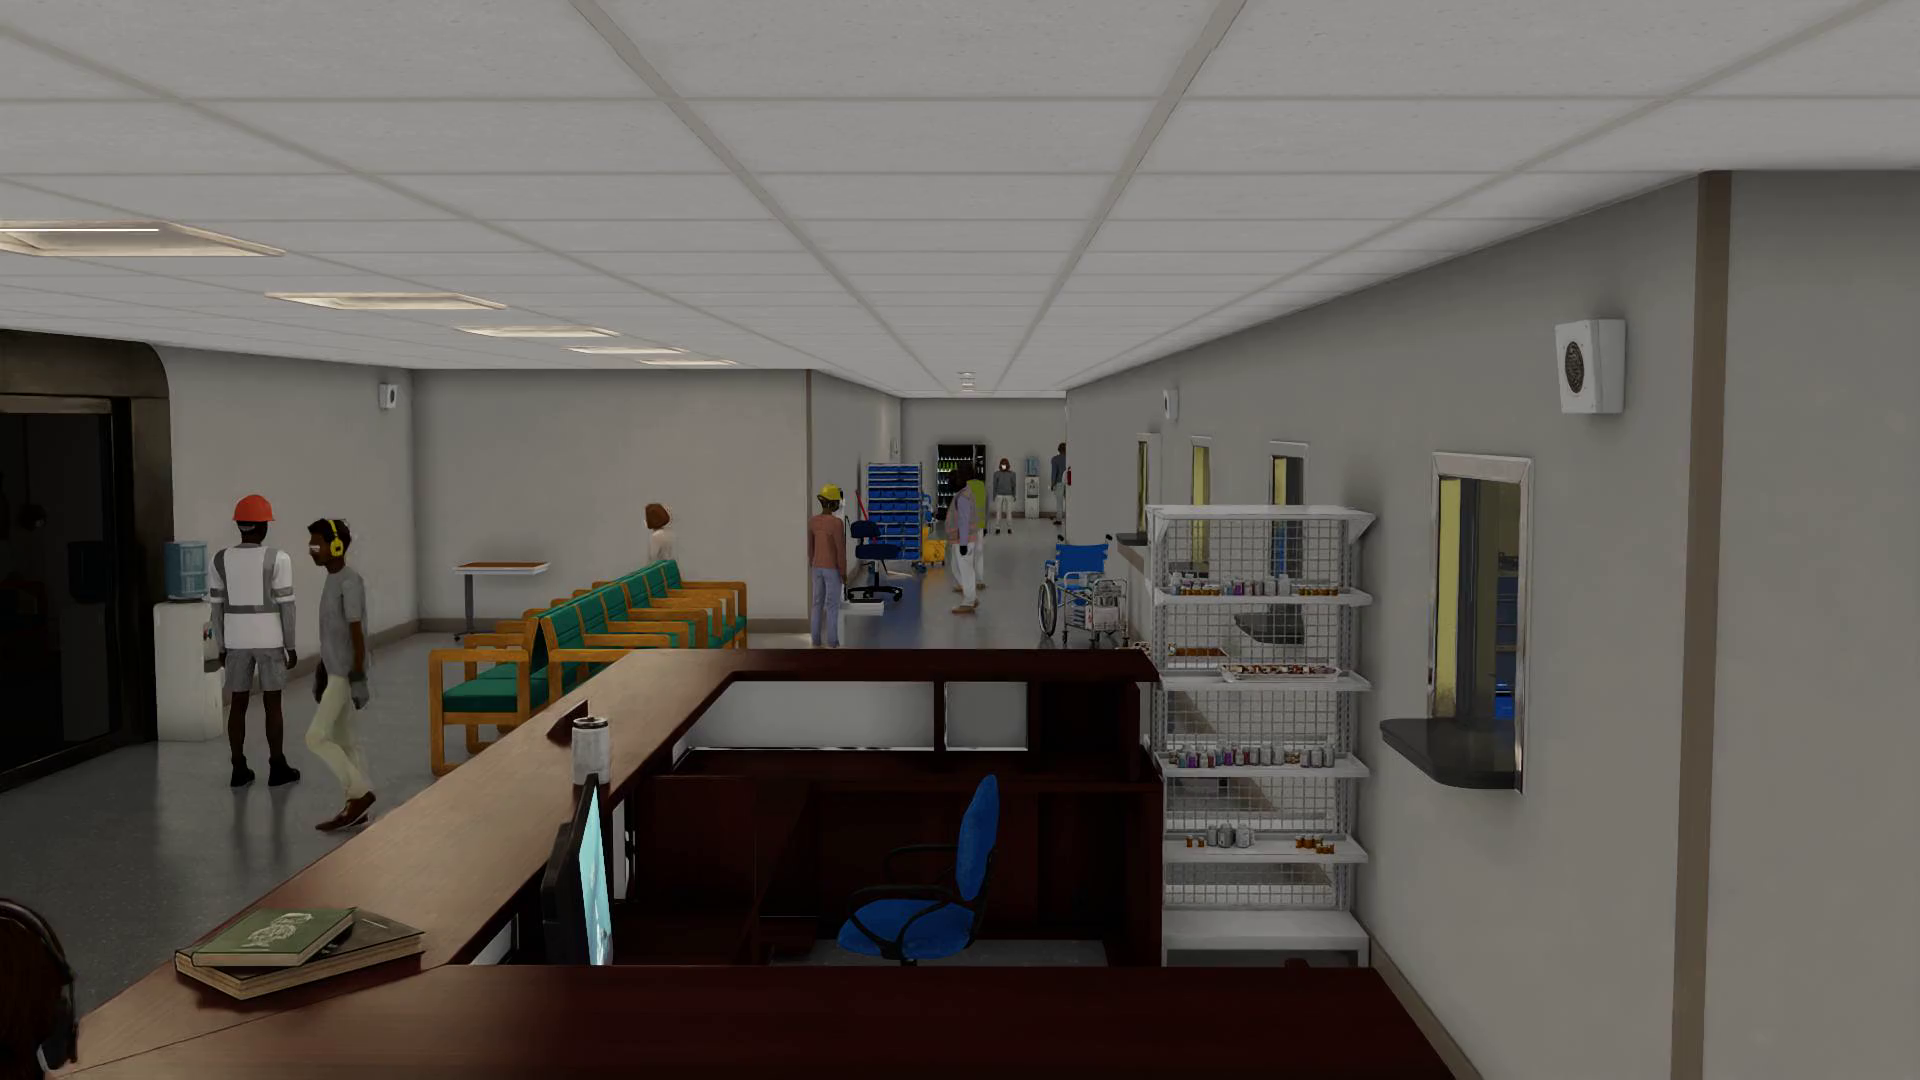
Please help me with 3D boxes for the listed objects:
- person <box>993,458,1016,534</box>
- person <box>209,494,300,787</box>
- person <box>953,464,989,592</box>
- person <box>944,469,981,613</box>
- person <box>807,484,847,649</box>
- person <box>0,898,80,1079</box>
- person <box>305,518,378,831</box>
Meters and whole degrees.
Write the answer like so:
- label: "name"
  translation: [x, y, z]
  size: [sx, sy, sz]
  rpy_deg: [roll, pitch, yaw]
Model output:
- label: "person"
  translation: [0.956, -0.944, 35.739]
  size: [0.507, 1.632, 0.267]
  rpy_deg: [0, 4, 5]
- label: "person"
  translation: [-4.667, 0.668, 11.031]
  size: [0.545, 1.938, 0.358]
  rpy_deg: [0, 4, -1]
- label: "person"
  translation: [0.156, -0.170, 23.736]
  size: [0.432, 1.813, 0.866]
  rpy_deg: [3, 5, 33]
- label: "person"
  translation: [0.040, 0.014, 20.980]
  size: [0.477, 1.831, 0.654]
  rpy_deg: [0, 4, -4]
- label: "person"
  translation: [-1.359, 0.305, 17.302]
  size: [0.534, 1.767, 0.317]
  rpy_deg: [4, 6, 44]
- label: "person"
  translation: [-1.189, 1.358, 2.068]
  size: [0.626, 1.838, 0.430]
  rpy_deg: [-2, 5, -25]
- label: "person"
  translation: [-3.665, 0.798, 9.751]
  size: [0.408, 1.852, 0.519]
  rpy_deg: [-2, 5, -30]
